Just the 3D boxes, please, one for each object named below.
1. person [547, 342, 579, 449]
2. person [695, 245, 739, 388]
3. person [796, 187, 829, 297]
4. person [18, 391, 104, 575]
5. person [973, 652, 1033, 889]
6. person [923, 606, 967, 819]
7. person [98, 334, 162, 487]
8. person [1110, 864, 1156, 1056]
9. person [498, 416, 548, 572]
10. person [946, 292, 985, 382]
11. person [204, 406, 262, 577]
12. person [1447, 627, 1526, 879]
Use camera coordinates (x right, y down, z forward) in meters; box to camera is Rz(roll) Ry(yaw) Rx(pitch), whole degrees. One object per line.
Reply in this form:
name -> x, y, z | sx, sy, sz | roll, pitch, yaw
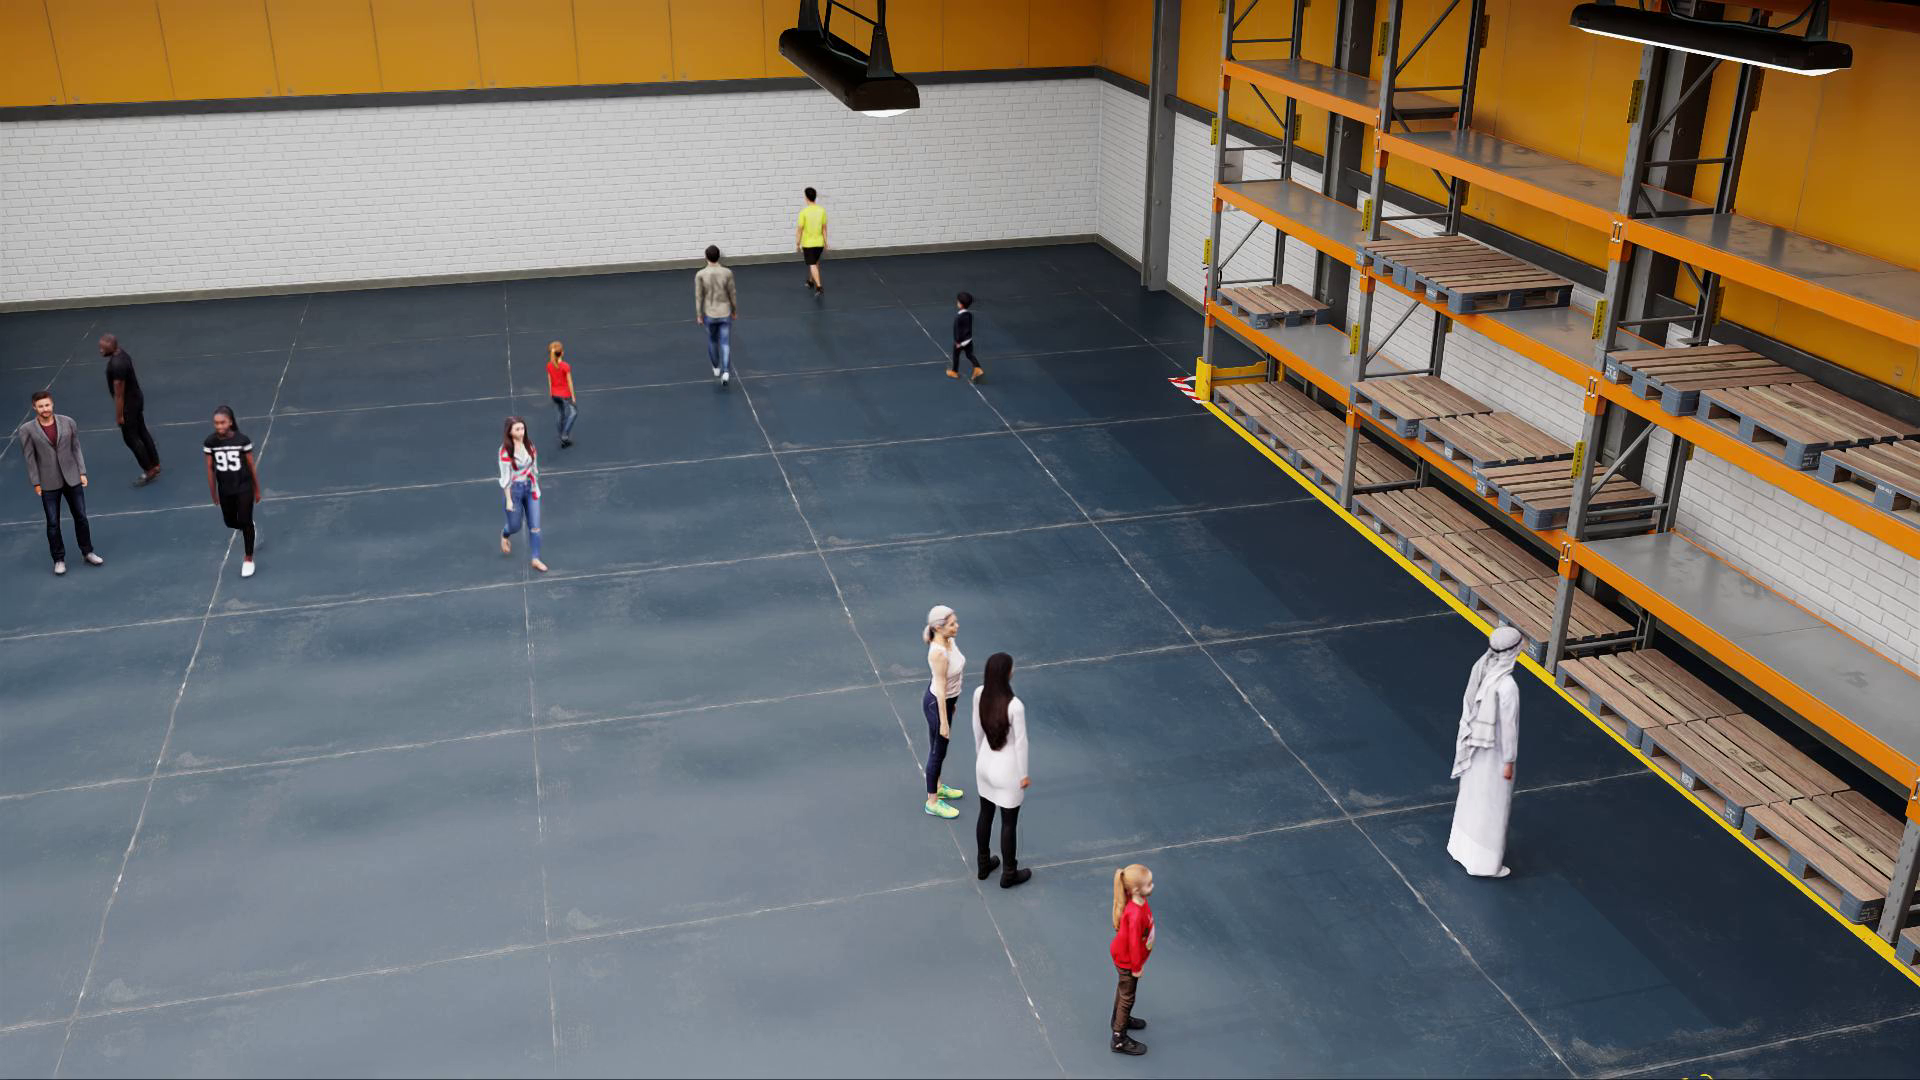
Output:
person -> -4.788, -1.712, 19.883 | 0.599, 1.302, 0.653 | 7, 25, 17
person -> -3.204, -2.955, 22.035 | 0.734, 1.856, 1.147 | -5, 24, -11
person -> -2.284, -4.663, 26.172 | 0.811, 1.672, 1.162 | -12, 26, -26
person -> -9.013, -0.602, 16.630 | 0.778, 1.874, 0.771 | -20, 31, -38
person -> 0.264, 1.608, 11.657 | 0.647, 1.807, 0.749 | 20, 30, 38
person -> -0.144, 1.266, 12.572 | 0.734, 1.702, 0.590 | 3, 24, 6
person -> -9.363, -1.523, 18.842 | 0.894, 1.791, 0.477 | -2, 24, -5
person -> 1.043, 2.540, 10.184 | 0.607, 1.280, 0.505 | 2, 24, 5
person -> -4.449, -0.476, 16.684 | 0.837, 1.599, 0.988 | -21, 31, -39
person -> 0.092, -2.719, 22.302 | 0.903, 1.209, 0.766 | 20, 30, 38
person -> -7.231, -0.530, 16.665 | 0.654, 1.713, 0.944 | -4, 24, -9
person -> 3.758, 1.490, 11.796 | 0.732, 1.913, 0.555 | -6, 24, -13
